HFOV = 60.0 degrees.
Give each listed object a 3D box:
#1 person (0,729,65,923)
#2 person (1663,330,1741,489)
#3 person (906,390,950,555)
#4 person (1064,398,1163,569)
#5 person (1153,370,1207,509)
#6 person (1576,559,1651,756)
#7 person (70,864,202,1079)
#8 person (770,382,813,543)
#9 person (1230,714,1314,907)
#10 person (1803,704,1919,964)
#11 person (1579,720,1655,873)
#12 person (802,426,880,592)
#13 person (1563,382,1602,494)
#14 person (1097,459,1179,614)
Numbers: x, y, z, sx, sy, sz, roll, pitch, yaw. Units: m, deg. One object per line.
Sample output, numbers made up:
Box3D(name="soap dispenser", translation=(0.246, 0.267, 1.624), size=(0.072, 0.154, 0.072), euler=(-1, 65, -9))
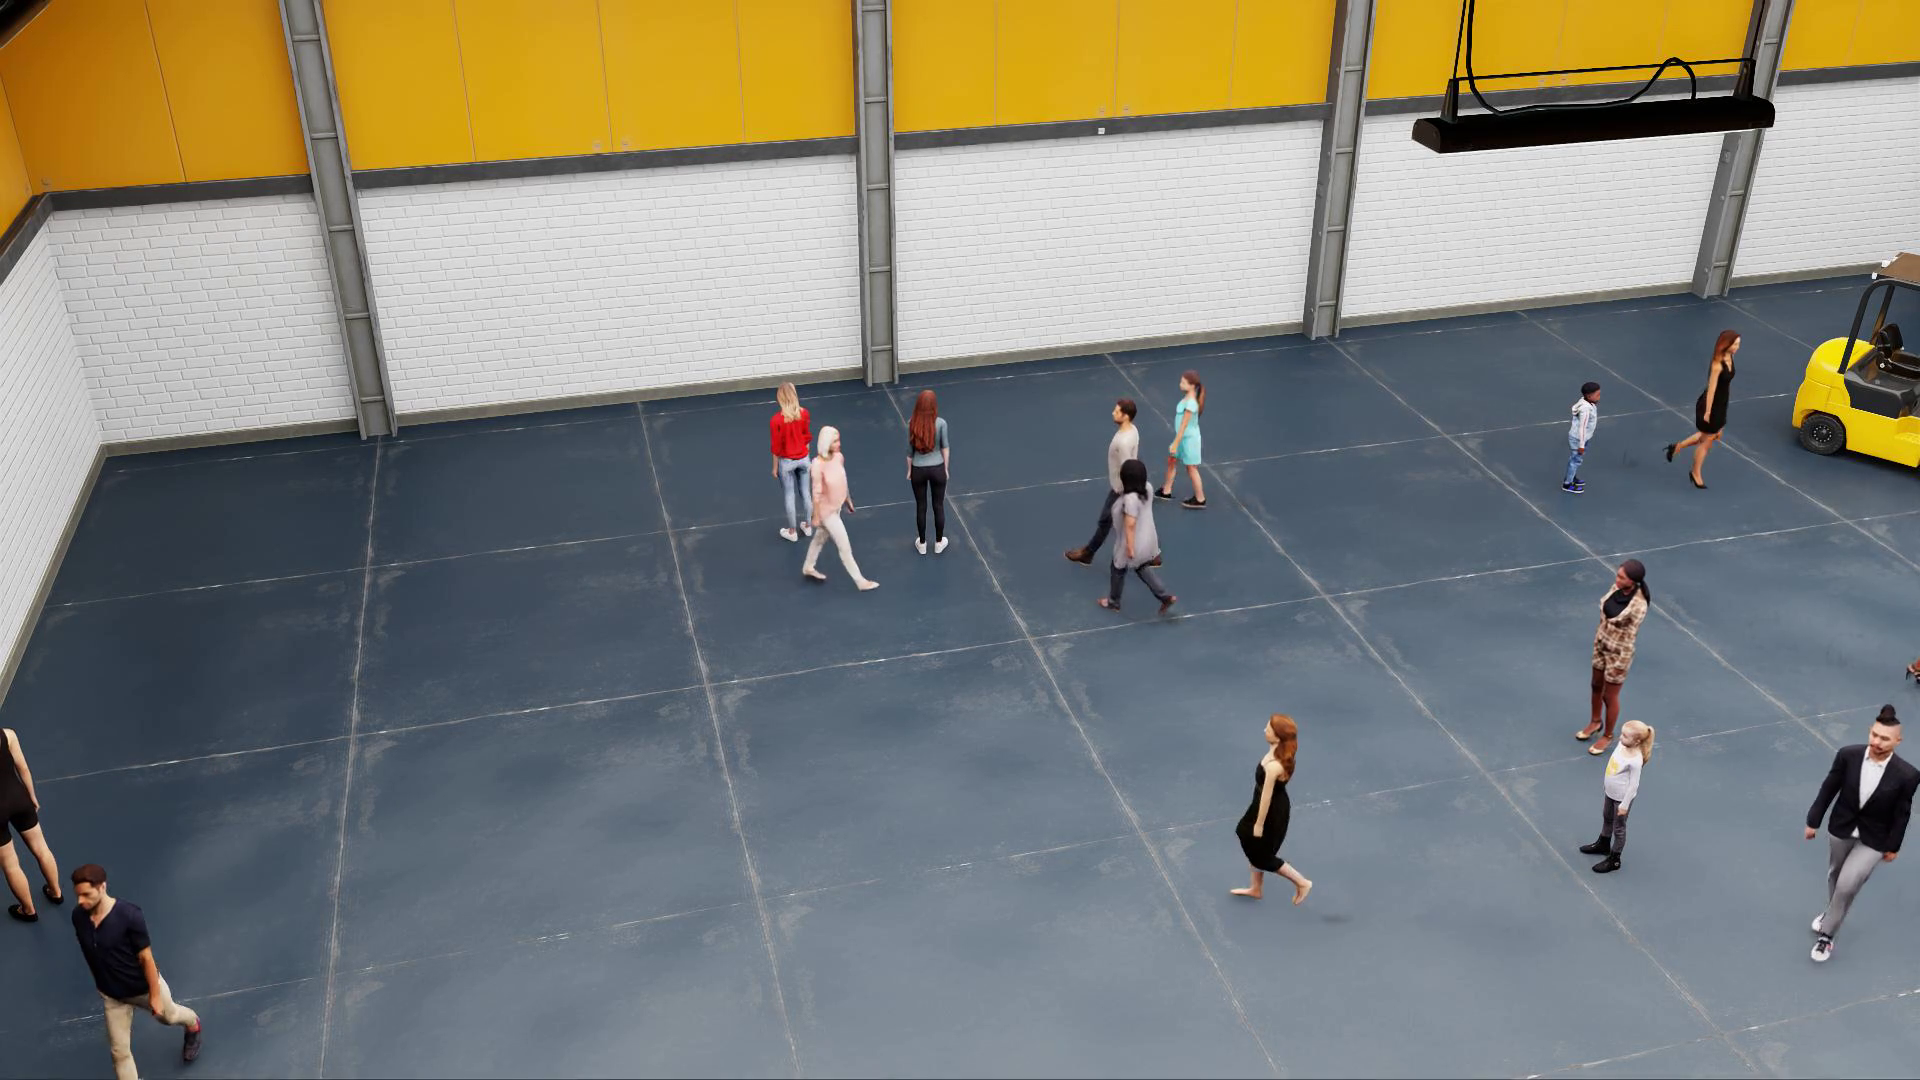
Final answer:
Box3D(name="person", translation=(-6.747, 1.911, 11.741), size=(0.765, 1.815, 0.686), euler=(17, 33, 29))
Box3D(name="person", translation=(7.964, -1.413, 17.825), size=(0.889, 1.823, 0.868), euler=(22, 35, 34))
Box3D(name="person", translation=(-0.318, -0.675, 16.557), size=(0.566, 1.742, 0.693), euler=(1, 29, 2))
Box3D(name="person", translation=(1.681, -0.490, 16.139), size=(1.311, 1.818, 1.034), euler=(5, 29, 9))
Box3D(name="person", translation=(2.469, -1.033, 17.432), size=(0.944, 1.533, 0.759), euler=(3, 29, 5))
Box3D(name="person", translation=(5.329, 0.933, 13.559), size=(0.553, 1.789, 0.581), euler=(-6, 29, -11))
Box3D(name="person", translation=(-5.077, 2.697, 10.298), size=(1.172, 1.816, 0.923), euler=(0, 29, 0))
Box3D(name="person", translation=(-1.689, -0.790, 16.808), size=(0.561, 1.704, 0.734), euler=(-17, 33, -28))
Box3D(name="person", translation=(2.296, 1.971, 11.848), size=(0.925, 1.607, 0.812), euler=(8, 30, 14))
Box3D(name="person", translation=(6.276, 1.956, 11.538), size=(1.049, 1.930, 0.940), euler=(-22, 36, -35))
Box3D(name="person", translation=(4.912, 1.879, 12.358), size=(0.541, 1.279, 0.523), euler=(-2, 29, -4))
Box3D(name="person", translation=(-1.315, -0.305, 15.952), size=(1.166, 1.672, 1.058), euler=(12, 31, 21))
Box3D(name="person", translation=(6.668, -1.125, 17.888), size=(0.615, 1.257, 0.571), euler=(9, 30, 16))
Box3D(name="person", translation=(1.699, 0.007, 15.475), size=(1.046, 1.581, 1.005), euler=(18, 33, 29))
